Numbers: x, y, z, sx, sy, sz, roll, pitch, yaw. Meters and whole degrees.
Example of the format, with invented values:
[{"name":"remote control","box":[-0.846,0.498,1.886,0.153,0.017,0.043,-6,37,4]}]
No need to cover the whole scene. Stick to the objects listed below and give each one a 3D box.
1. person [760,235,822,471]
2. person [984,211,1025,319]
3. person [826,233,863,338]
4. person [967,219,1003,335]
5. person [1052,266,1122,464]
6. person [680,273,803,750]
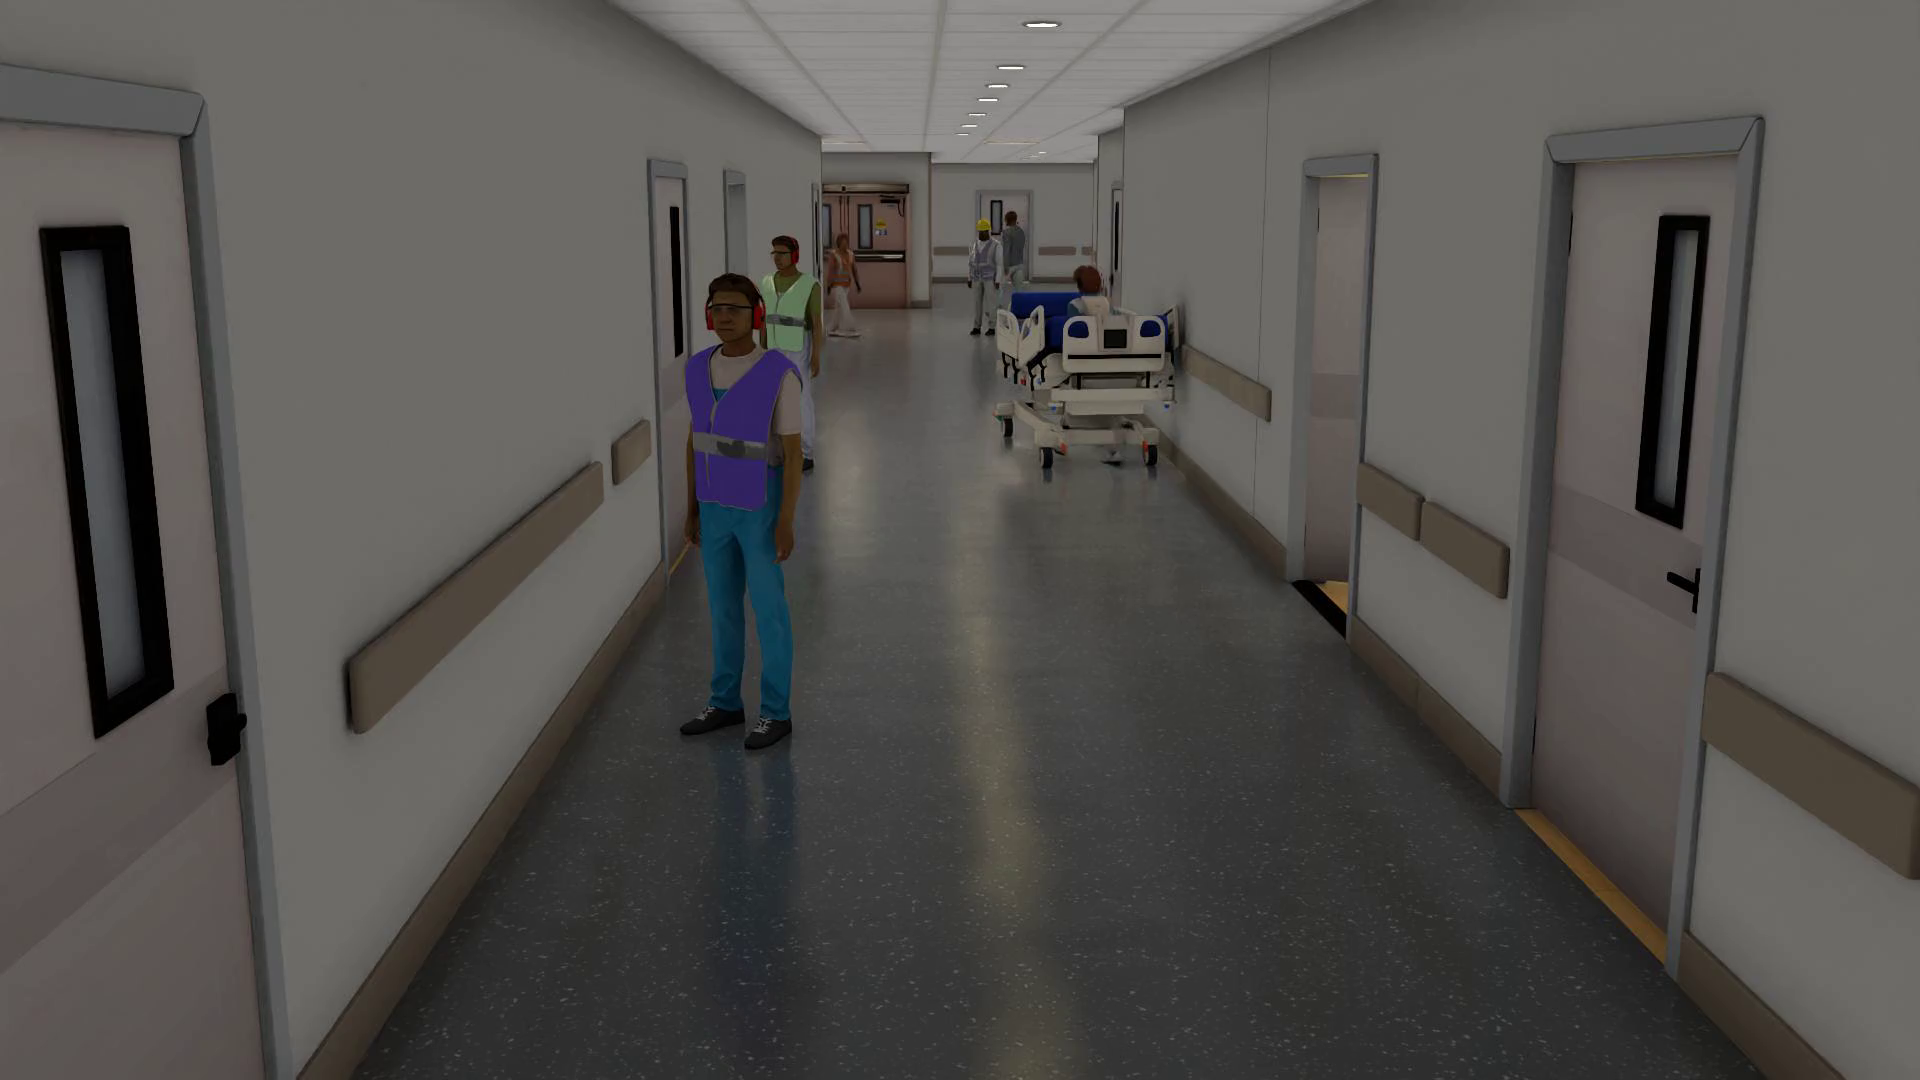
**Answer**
[{"name":"person","box":[-1.330,-1.469,13.132,0.564,1.847,0.396,7,14,31]},{"name":"person","box":[0.823,-4.874,29.555,0.898,1.907,0.661,9,14,36]},{"name":"person","box":[-1.753,-3.911,25.604,0.777,1.592,0.589,9,14,36]},{"name":"person","box":[0.378,-4.130,26.164,0.590,1.824,0.403,6,13,28]},{"name":"person","box":[1.043,-1.433,13.575,0.513,1.580,0.884,-8,14,-33]},{"name":"person","box":[-0.850,-0.117,6.535,0.566,1.849,0.387,8,14,33]}]
